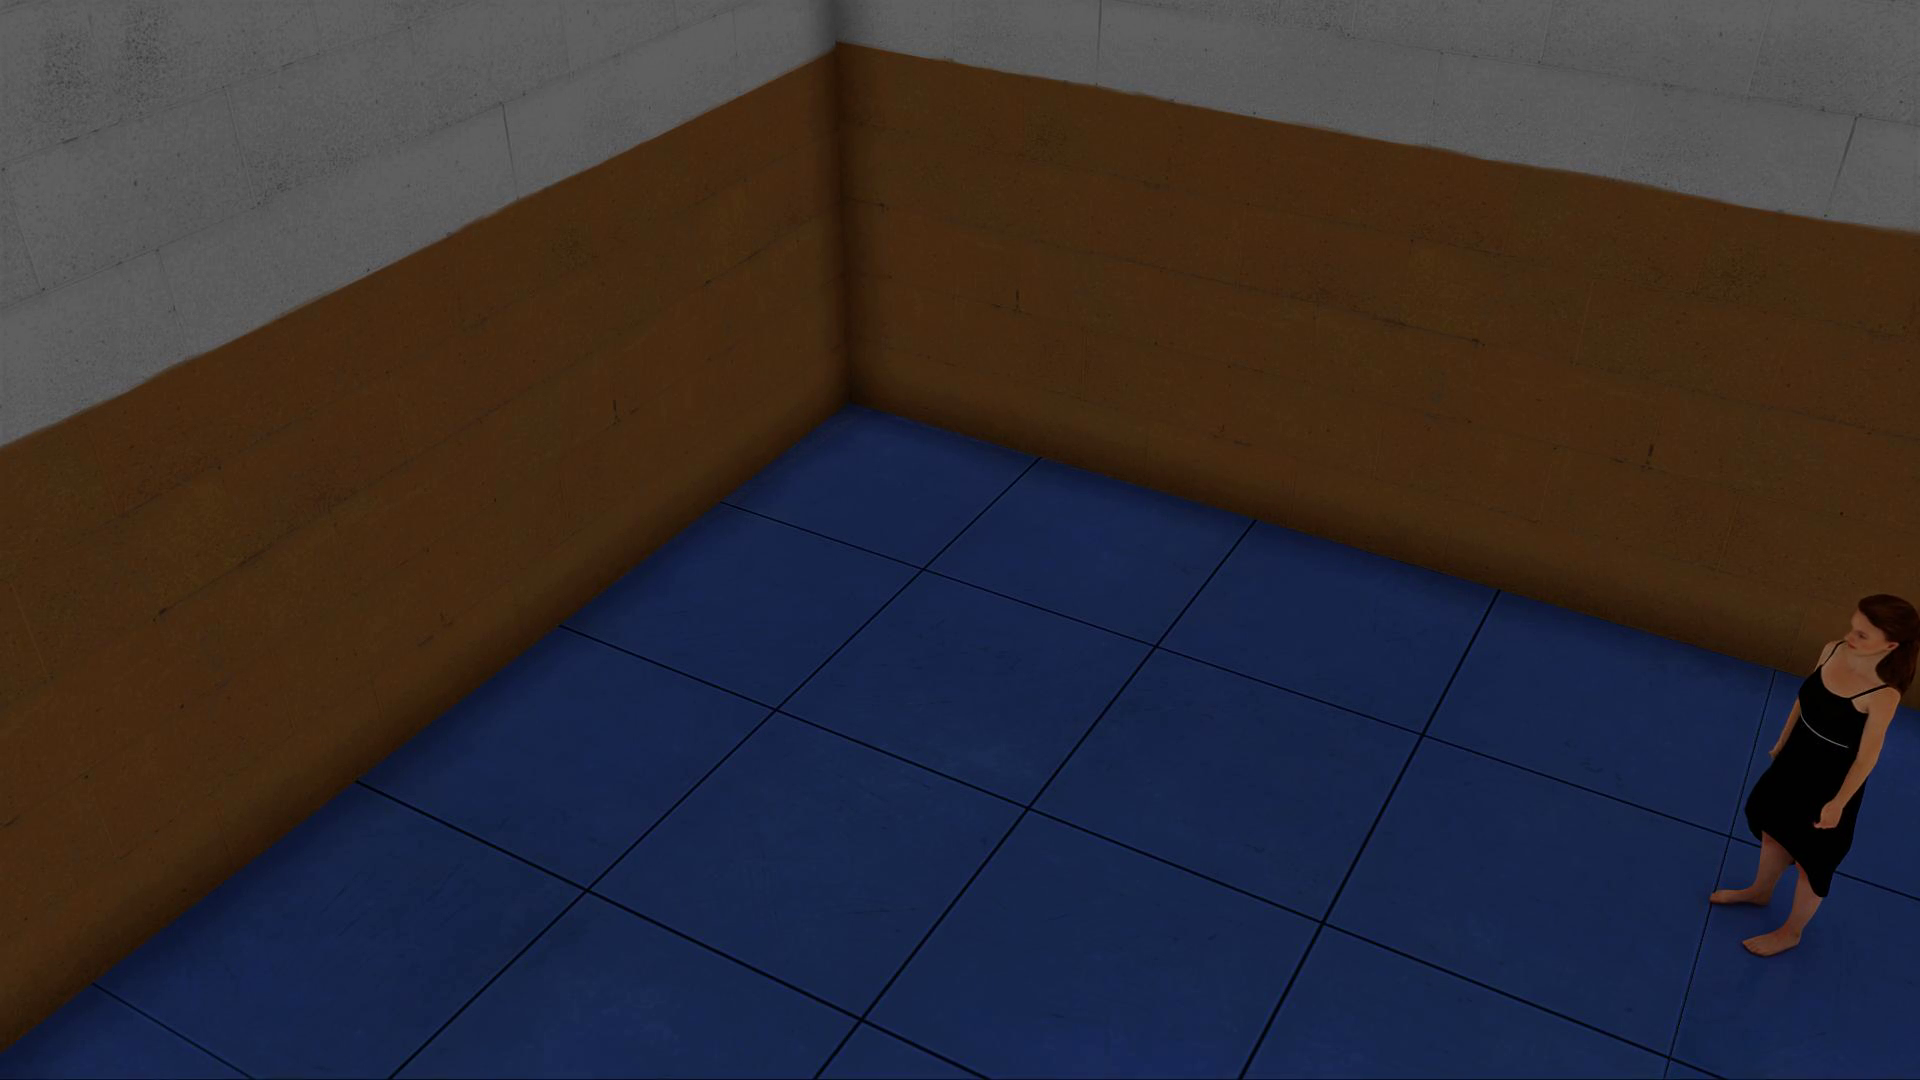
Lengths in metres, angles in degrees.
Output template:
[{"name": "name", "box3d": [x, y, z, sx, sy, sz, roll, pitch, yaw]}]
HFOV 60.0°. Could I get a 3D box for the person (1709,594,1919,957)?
[{"name": "person", "box3d": [3.213, 0.869, 6.182, 0.736, 1.626, 0.661, -3, 34, -5]}]
